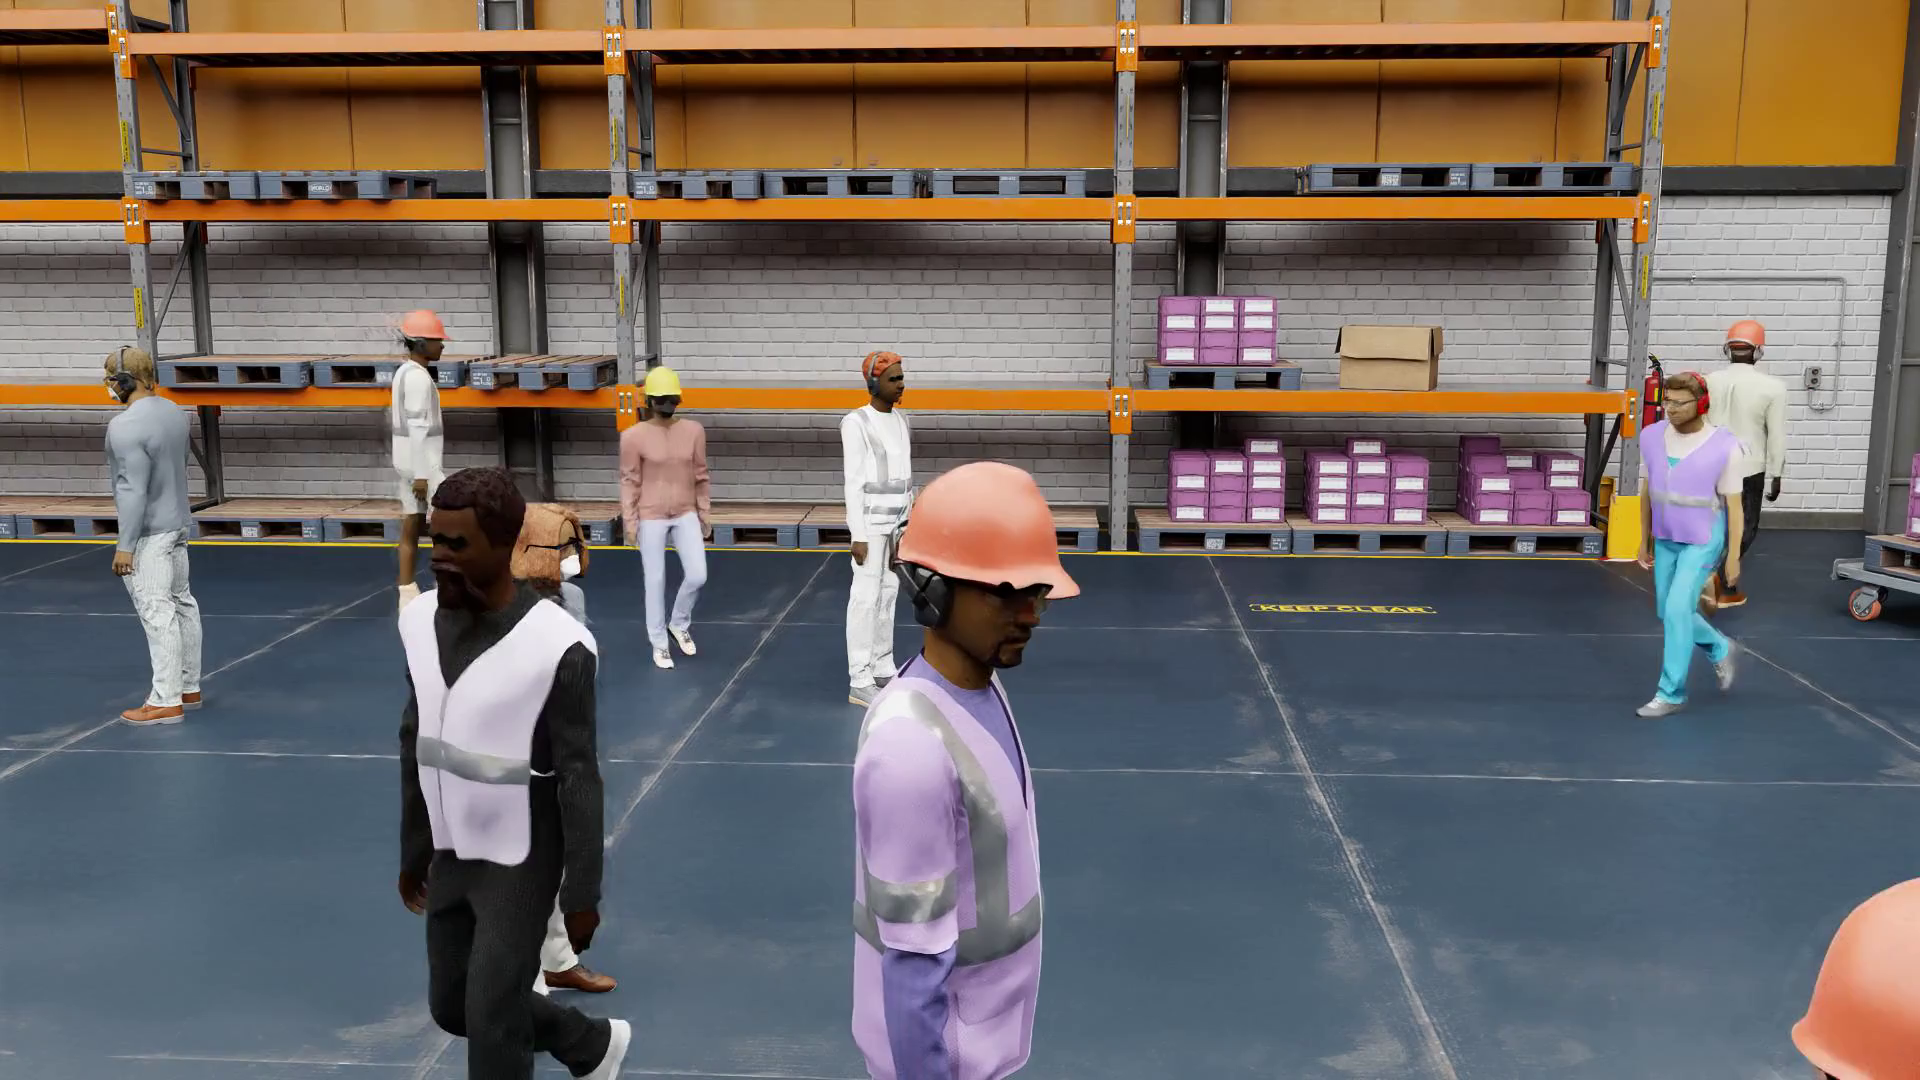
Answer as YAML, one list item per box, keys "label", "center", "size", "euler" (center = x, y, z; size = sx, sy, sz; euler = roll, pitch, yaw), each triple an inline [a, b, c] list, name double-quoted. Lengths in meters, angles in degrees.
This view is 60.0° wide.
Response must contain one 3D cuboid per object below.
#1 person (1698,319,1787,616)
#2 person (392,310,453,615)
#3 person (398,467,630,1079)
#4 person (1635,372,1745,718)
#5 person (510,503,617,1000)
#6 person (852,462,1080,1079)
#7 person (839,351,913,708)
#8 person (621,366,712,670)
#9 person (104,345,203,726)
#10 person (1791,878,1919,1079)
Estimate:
- label: "person"
  center: [5.105, -0.472, 11.016]
  size: [0.836, 1.974, 0.633]
  euler: [-9, 13, -42]
- label: "person"
  center: [-3.453, -0.505, 11.040]
  size: [0.717, 2.020, 0.647]
  euler: [-5, 11, -26]
- label: "person"
  center: [-1.089, 0.754, 4.042]
  size: [0.599, 1.901, 0.722]
  euler: [7, 12, 35]
- label: "person"
  center: [3.859, 0.010, 8.674]
  size: [0.755, 1.805, 0.594]
  euler: [-5, 11, -27]
- label: "person"
  center: [-1.272, 0.691, 5.183]
  size: [0.270, 1.632, 0.508]
  euler: [2, 10, 12]
- label: "person"
  center: [0.012, 0.874, 2.924]
  size: [0.389, 2.037, 0.615]
  euler: [1, 10, 8]
- label: "person"
  center: [-0.420, -0.060, 8.855]
  size: [0.354, 1.883, 0.572]
  euler: [5, 11, 27]
- label: "person"
  center: [-1.680, -0.122, 9.586]
  size: [0.540, 1.754, 0.364]
  euler: [-5, 11, -29]
- label: "person"
  center: [-4.129, -0.023, 8.488]
  size: [0.372, 1.934, 0.627]
  euler: [0, 10, -1]
- label: "person"
  center: [0.826, 1.199, 1.492]
  size: [1.017, 1.879, 0.561]
  euler: [-5, 11, -28]
